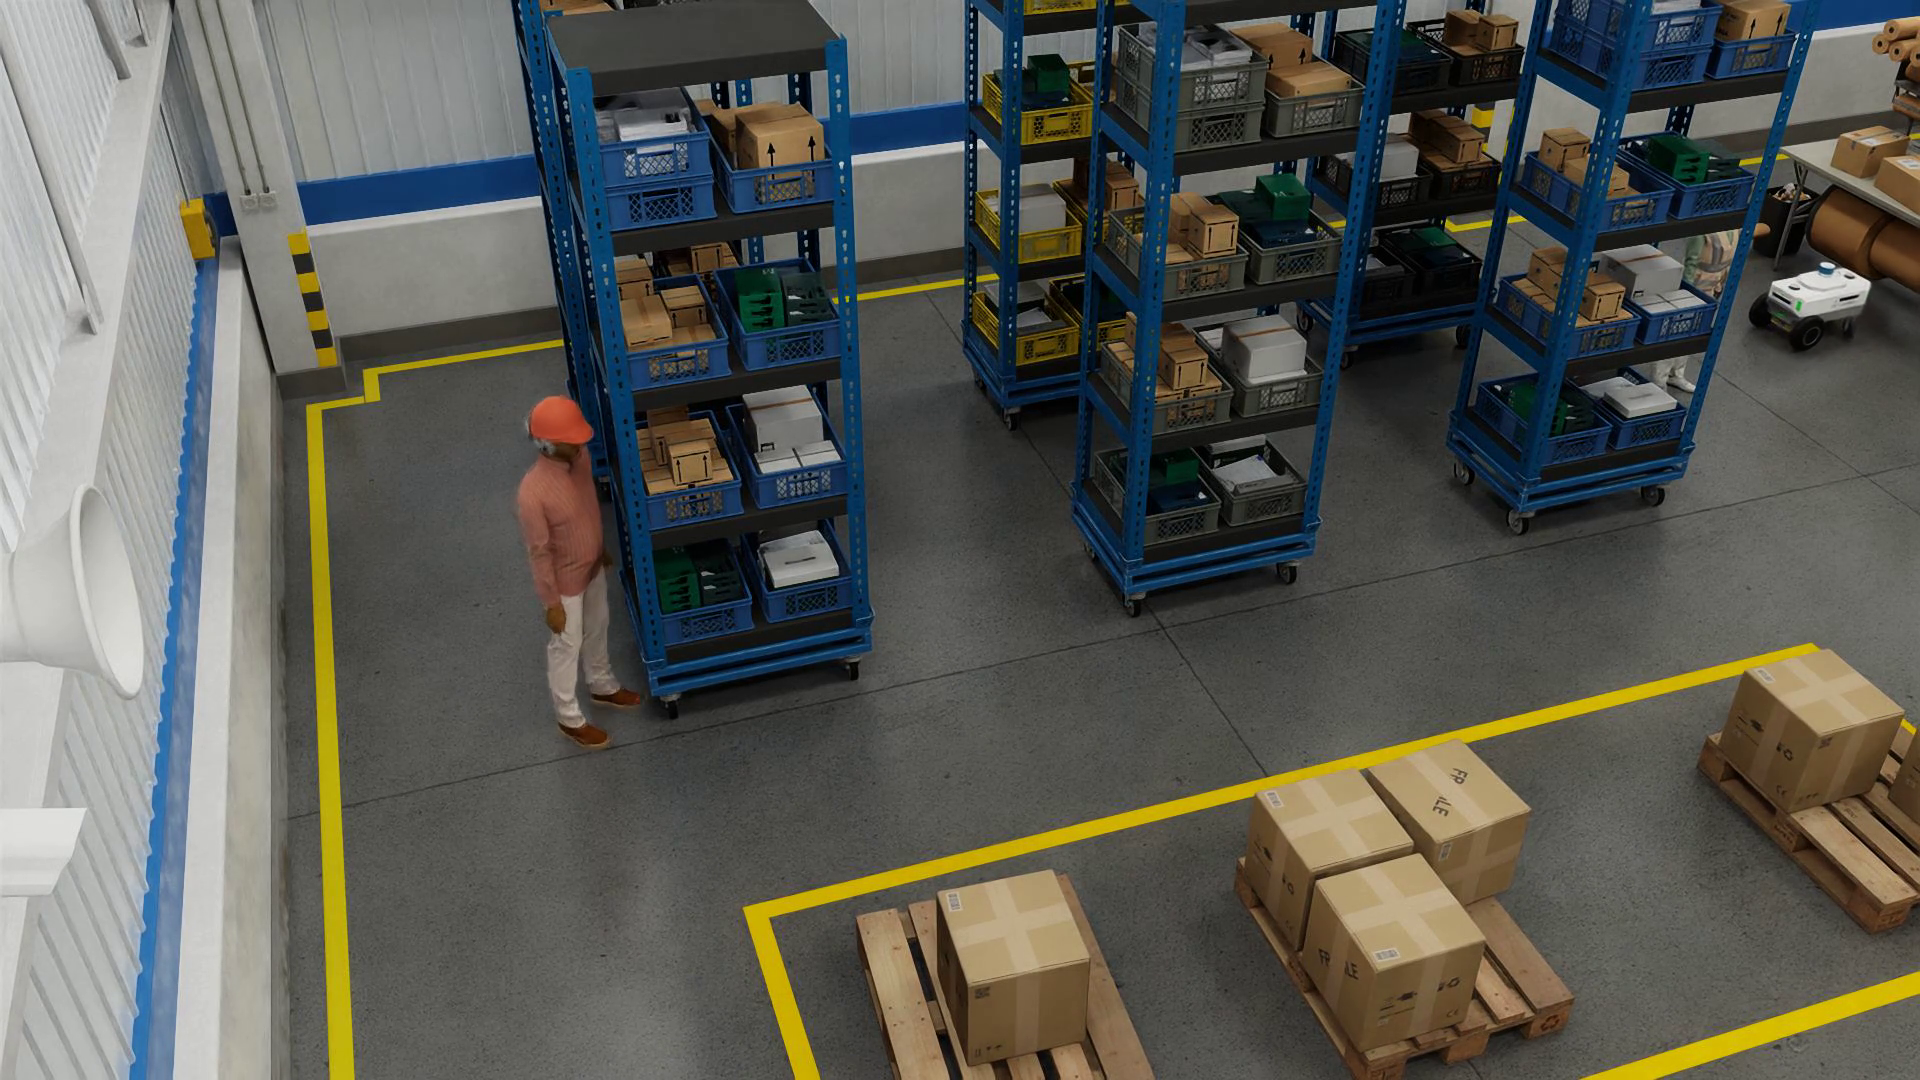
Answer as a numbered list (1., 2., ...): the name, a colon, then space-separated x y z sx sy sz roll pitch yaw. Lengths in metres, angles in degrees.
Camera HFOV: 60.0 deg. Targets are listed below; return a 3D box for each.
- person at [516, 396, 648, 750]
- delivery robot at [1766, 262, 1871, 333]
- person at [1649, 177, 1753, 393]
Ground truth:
1. person: -1.902 0.163 8.340 0.502 1.983 0.660 8 36 11
2. delivery robot: 6.335 -1.812 12.278 0.707 0.478 0.477 -12 37 -17
3. person: 5.004 -1.704 11.268 0.514 1.639 0.310 -27 43 -33
